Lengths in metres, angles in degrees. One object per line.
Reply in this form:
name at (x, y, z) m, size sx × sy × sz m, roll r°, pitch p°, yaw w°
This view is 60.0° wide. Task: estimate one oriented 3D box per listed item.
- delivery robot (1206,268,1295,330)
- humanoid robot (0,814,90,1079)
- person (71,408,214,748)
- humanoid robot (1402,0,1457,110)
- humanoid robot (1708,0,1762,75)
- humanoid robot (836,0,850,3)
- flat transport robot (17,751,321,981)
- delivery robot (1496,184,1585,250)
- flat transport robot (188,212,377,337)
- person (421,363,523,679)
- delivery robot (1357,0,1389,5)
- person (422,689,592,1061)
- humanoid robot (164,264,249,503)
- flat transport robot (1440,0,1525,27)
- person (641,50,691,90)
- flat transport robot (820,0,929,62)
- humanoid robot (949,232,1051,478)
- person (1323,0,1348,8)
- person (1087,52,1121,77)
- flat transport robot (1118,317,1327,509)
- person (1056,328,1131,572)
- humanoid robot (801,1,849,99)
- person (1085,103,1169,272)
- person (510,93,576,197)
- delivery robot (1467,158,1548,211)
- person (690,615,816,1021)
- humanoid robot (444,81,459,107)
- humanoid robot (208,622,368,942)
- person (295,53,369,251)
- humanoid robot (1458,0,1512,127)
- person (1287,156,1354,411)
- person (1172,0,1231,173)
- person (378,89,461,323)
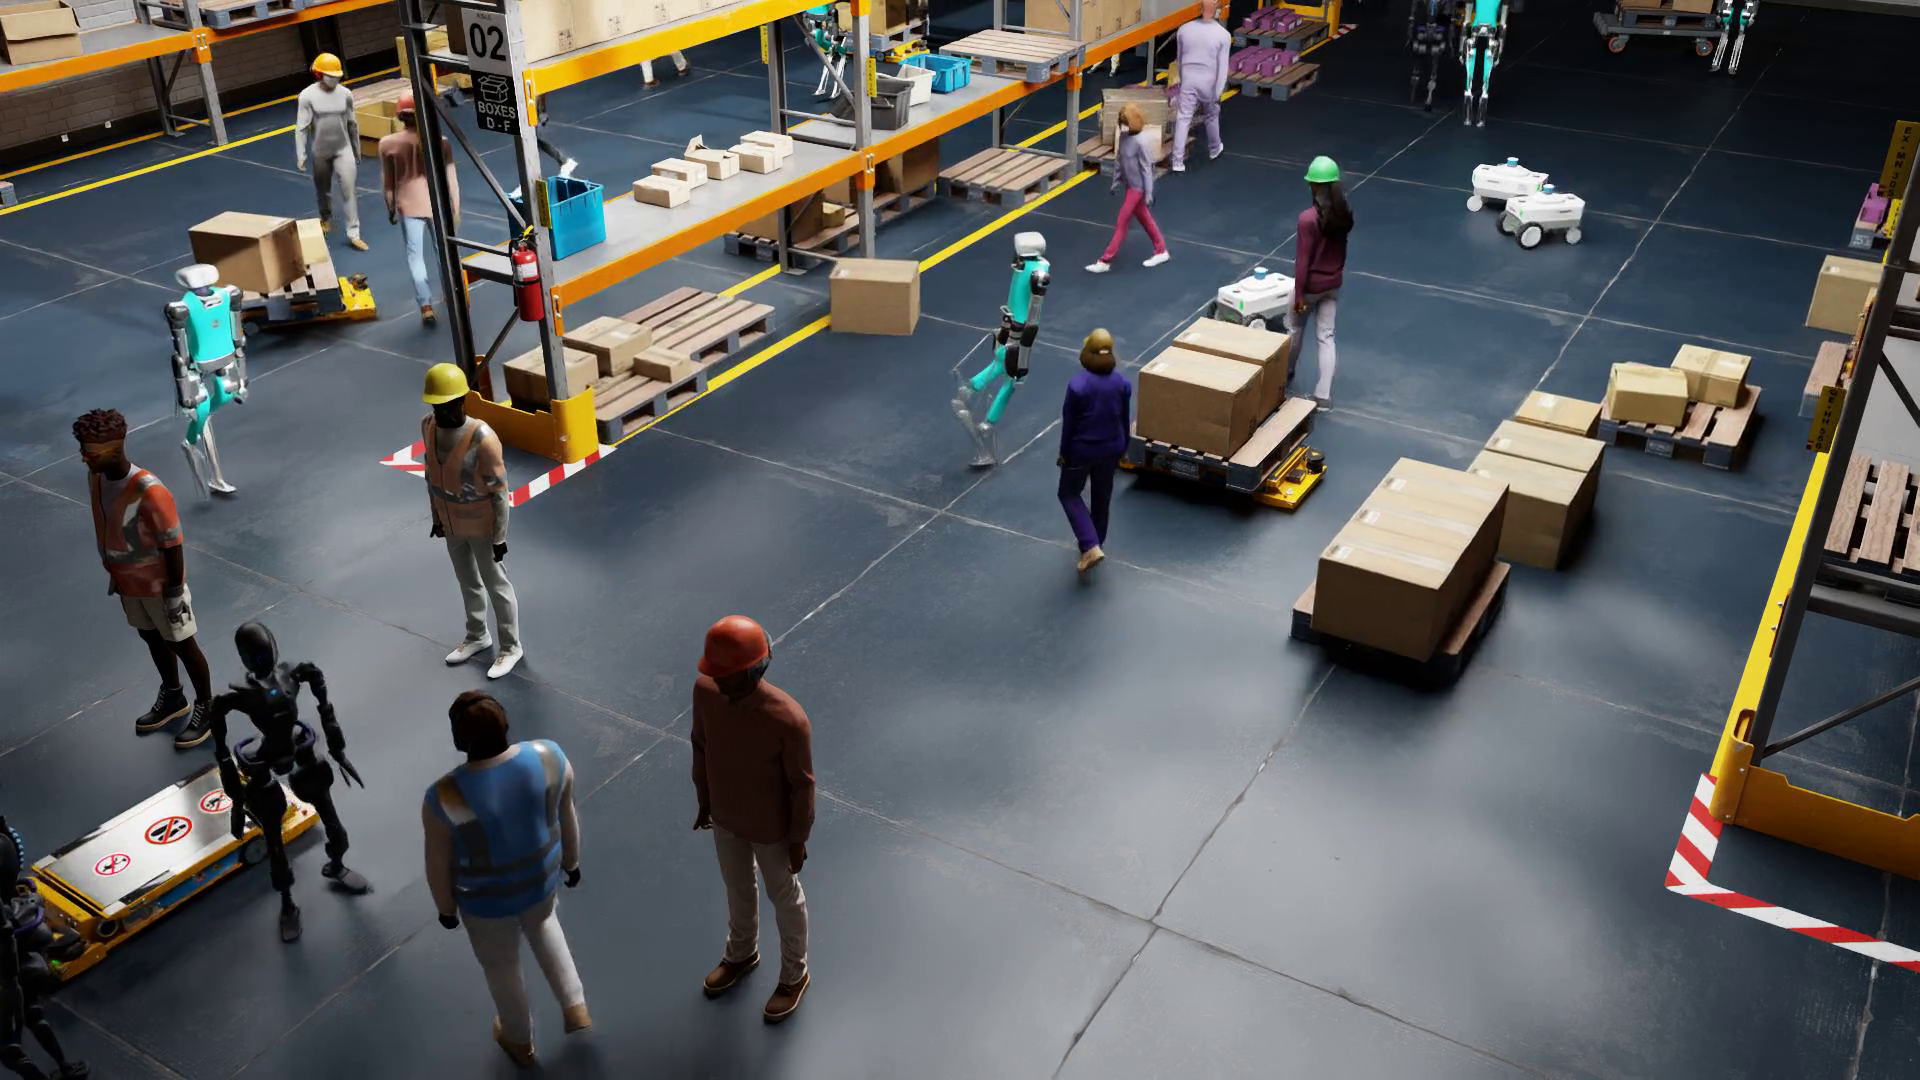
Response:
delivery robot at (2.520, -2.017, 14.237) m, size 0.789 × 0.613 × 0.499 m, roll -19°, pitch 34°, yaw -30°
humanoid robot at (-3.809, 1.612, 6.647) m, size 0.329 × 1.649 × 0.609 m, roll -18°, pitch 34°, yaw -29°
person at (-4.343, 0.201, 8.865) m, size 0.606 × 1.965 × 0.367 m, roll 16°, pitch 33°, yaw 27°
humanoid robot at (5.734, -6.099, 20.317) m, size 0.612 × 1.649 × 0.581 m, roll 8°, pitch 30°, yaw 14°
humanoid robot at (10.112, -6.918, 21.551) m, size 0.533 × 1.677 × 0.735 m, roll 16°, pitch 33°, yaw 27°
humanoid robot at (-1.809, -8.677, 24.933) m, size 0.584 × 1.641 × 0.774 m, roll 3°, pitch 30°, yaw 5°
flat transport robot at (-3.938, 1.561, 8.180) m, size 0.659 × 0.231 × 1.431 m, roll 18°, pitch 34°, yaw 29°
delivery robot at (5.689, -3.163, 16.263) m, size 0.814 × 0.611 × 0.499 m, roll -5°, pitch 30°, yaw -9°
flat transport robot at (-5.899, -2.047, 14.563) m, size 1.431 × 0.231 × 0.659 m, roll -12°, pitch 32°, yaw -20°
person at (-2.794, -0.113, 9.455) m, size 0.587 × 1.930 × 0.354 m, roll 16°, pitch 33°, yaw 27°
delivery robot at (6.394, -8.712, 26.082) m, size 0.499 × 0.614 × 0.803 m, roll -10°, pitch 31°, yaw -17°
person at (-1.872, 1.407, 6.876) m, size 0.630 × 1.829 × 0.447 m, roll -23°, pitch 37°, yaw -35°
humanoid robot at (-5.182, -1.029, 11.355) m, size 0.796 × 1.849 × 0.549 m, roll 19°, pitch 34°, yaw 30°
flat transport robot at (7.628, -7.929, 24.968) m, size 0.659 × 0.231 × 1.431 m, roll -3°, pitch 30°, yaw -5°
person at (-3.861, -6.835, 21.384) m, size 0.640 × 1.887 × 1.028 m, roll 9°, pitch 31°, yaw 15°
flat transport robot at (-1.198, -6.841, 23.043) m, size 1.431 × 0.231 × 0.659 m, roll 16°, pitch 33°, yaw 27°
humanoid robot at (0.213, -1.224, 11.721) m, size 0.825 × 1.864 × 0.536 m, roll -8°, pitch 30°, yaw -13°
person at (5.817, -9.024, 25.400) m, size 0.460 × 1.737 × 0.595 m, roll -9°, pitch 31°, yaw -15°
person at (1.945, -6.989, 21.790) m, size 0.563 × 1.755 × 0.319 m, roll 16°, pitch 33°, yaw 27°
flat transport robot at (1.852, -0.590, 11.985) m, size 1.431 × 0.231 × 0.659 m, roll 16°, pitch 33°, yaw 27°
person at (0.867, -0.545, 10.545) m, size 0.484 × 1.601 × 0.575 m, roll -12°, pitch 32°, yaw -21°
humanoid robot at (-1.603, -6.320, 20.490) m, size 0.533 × 1.681 × 0.735 m, roll 16°, pitch 33°, yaw 27°
person at (1.602, -3.252, 15.350) m, size 0.860 × 1.581 × 0.504 m, roll -7°, pitch 30°, yaw -13°
person at (-4.482, -4.583, 17.454) m, size 0.829 × 1.846 × 0.527 m, roll -21°, pitch 36°, yaw -32°
delivery robot at (5.622, -3.624, 17.034) m, size 0.739 × 0.566 × 0.499 m, roll 16°, pitch 33°, yaw 27°
person at (-0.892, 1.178, 7.107) m, size 0.611 × 1.994 × 0.379 m, roll 16°, pitch 33°, yaw 27°
humanoid robot at (-6.129, -6.188, 20.492) m, size 0.591 × 1.640 × 0.686 m, roll 16°, pitch 33°, yaw 26°
humanoid robot at (-3.099, 1.059, 7.633) m, size 0.601 × 1.640 × 0.390 m, roll -25°, pitch 38°, yaw -37°
person at (-6.101, -3.772, 16.022) m, size 0.654 × 1.837 × 0.954 m, roll -17°, pitch 34°, yaw -27°
humanoid robot at (6.091, -5.666, 19.480) m, size 0.530 × 1.800 × 0.665 m, roll 9°, pitch 31°, yaw 15°
person at (2.723, -1.999, 12.823) m, size 0.509 × 1.901 × 0.957 m, roll -10°, pitch 31°, yaw -17°
person at (2.637, -4.980, 18.146) m, size 0.638 × 1.844 × 1.048 m, roll 14°, pitch 32°, yaw 23°
person at (-4.603, -2.866, 14.286) m, size 0.625 × 1.984 × 0.708 m, roll -10°, pitch 31°, yaw -18°
